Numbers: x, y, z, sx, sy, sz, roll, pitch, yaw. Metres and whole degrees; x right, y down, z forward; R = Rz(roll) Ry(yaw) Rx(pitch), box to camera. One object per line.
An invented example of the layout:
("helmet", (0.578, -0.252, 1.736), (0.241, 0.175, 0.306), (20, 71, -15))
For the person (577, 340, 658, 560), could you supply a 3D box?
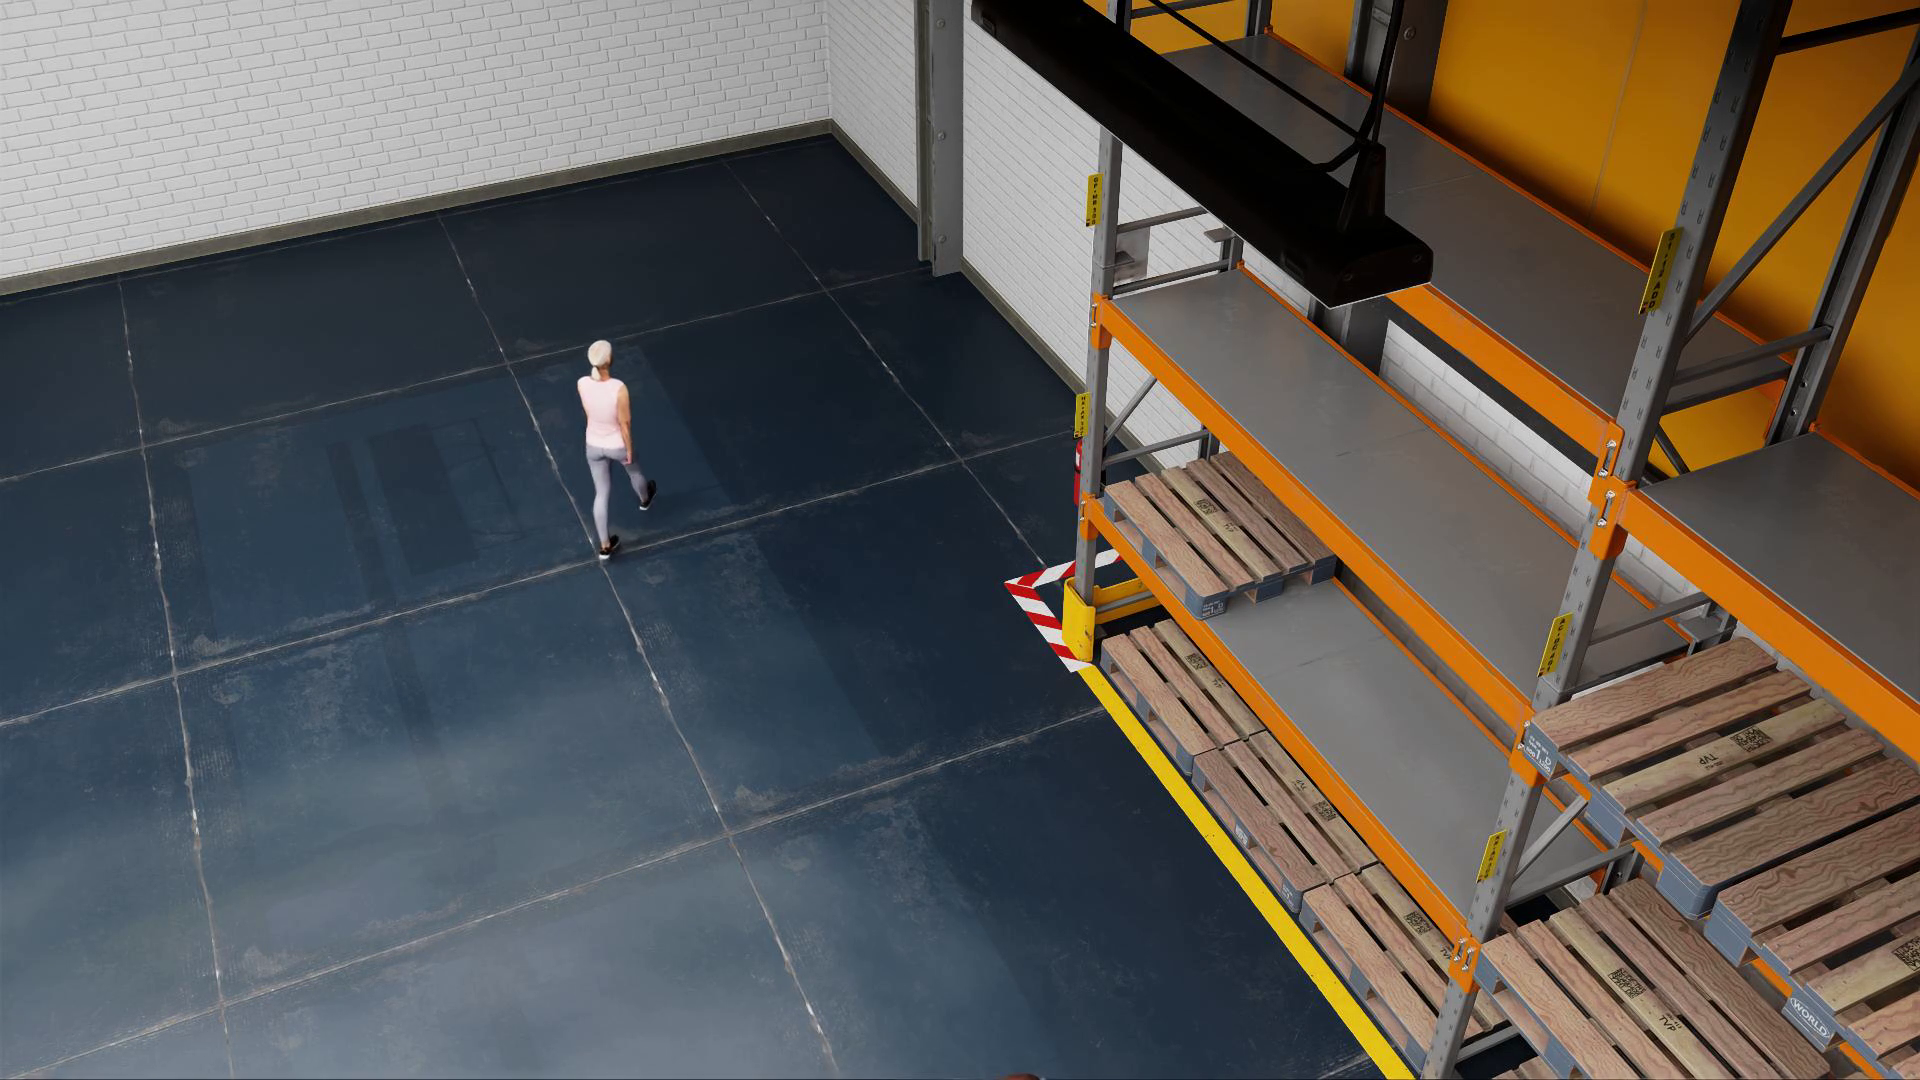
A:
("person", (-2.584, -0.632, 12.112), (0.950, 1.678, 1.161), (5, 39, 6))
